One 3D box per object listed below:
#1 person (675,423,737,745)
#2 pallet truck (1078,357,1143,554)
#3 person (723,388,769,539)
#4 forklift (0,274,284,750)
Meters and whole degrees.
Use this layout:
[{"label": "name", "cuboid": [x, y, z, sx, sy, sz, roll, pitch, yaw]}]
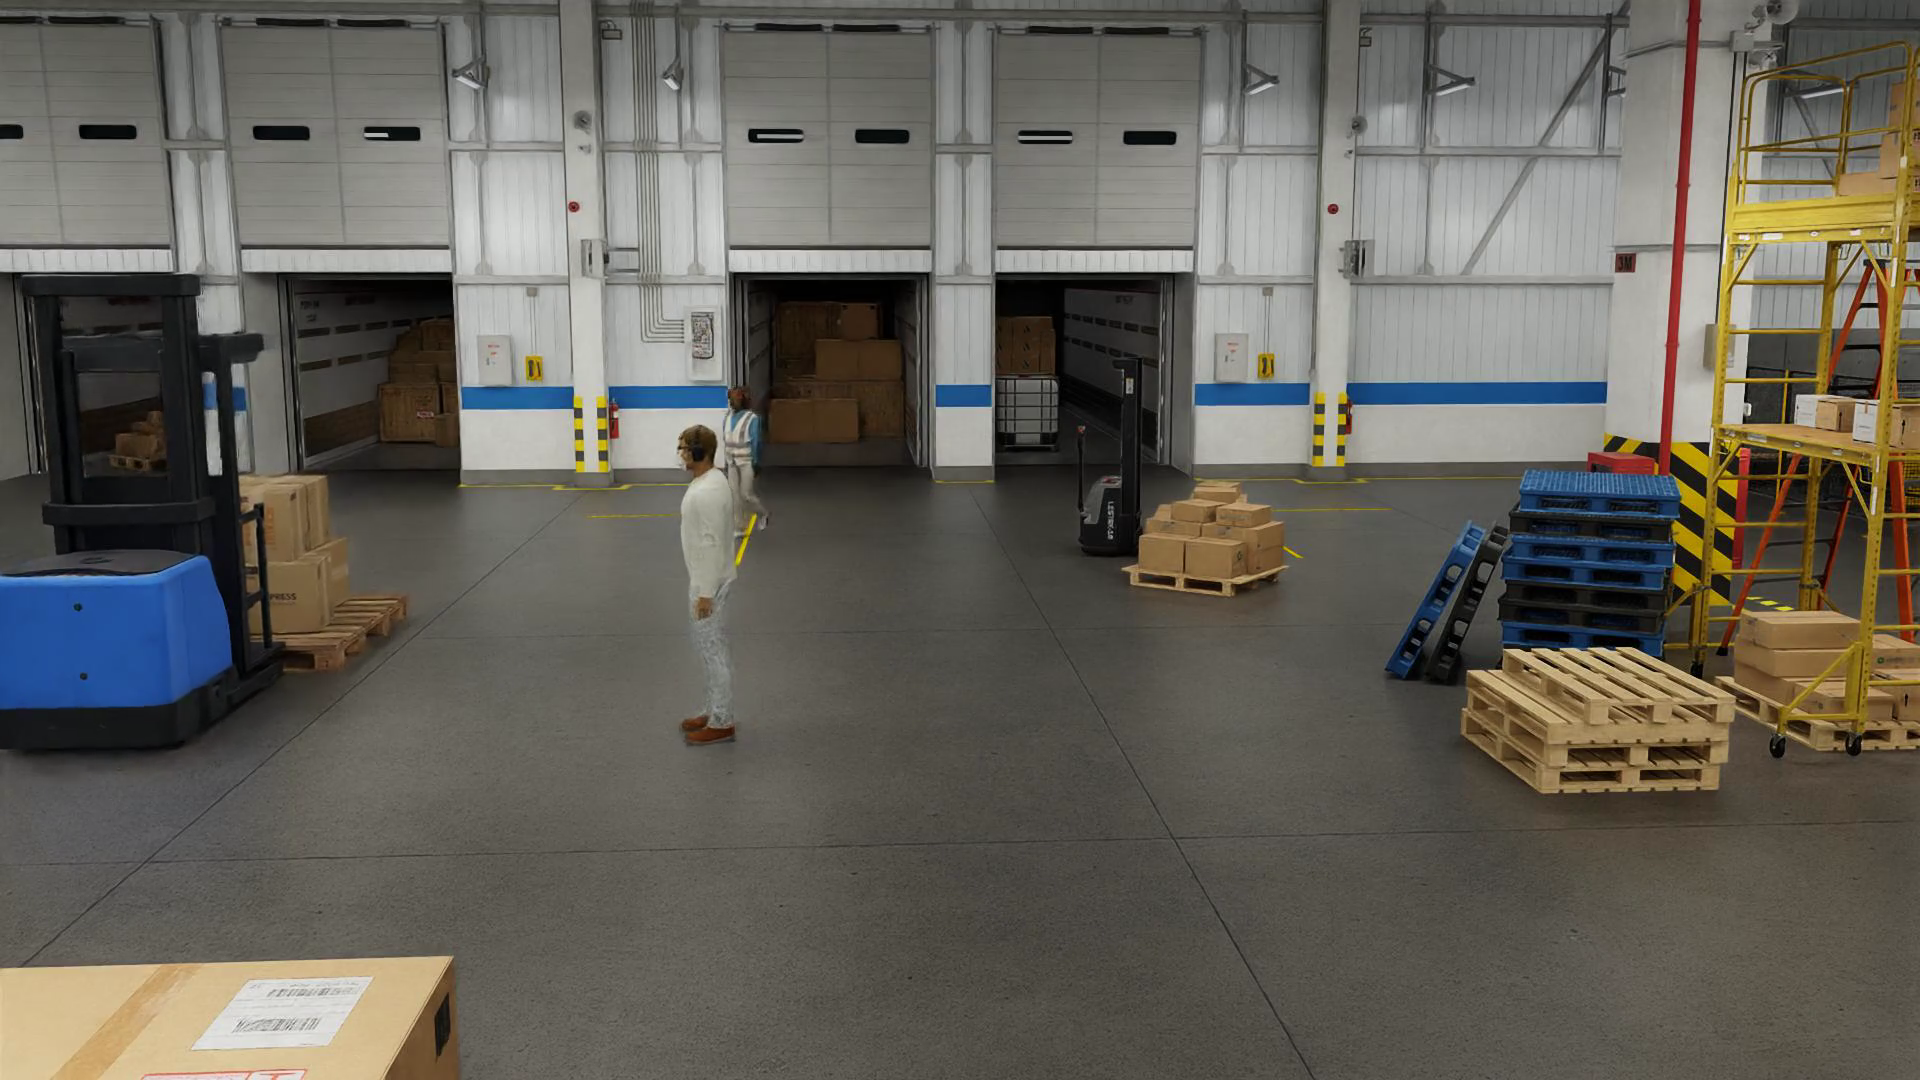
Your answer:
[{"label": "person", "cuboid": [-1.523, 0.264, 10.039, 0.352, 1.937, 0.635, -2, 9, -9]}, {"label": "pallet truck", "cuboid": [2.088, -0.836, 16.757, 1.885, 1.965, 0.823, 2, 9, 13]}, {"label": "person", "cuboid": [-2.312, -0.823, 17.807, 0.526, 1.631, 0.438, 7, 11, 36]}, {"label": "forklift", "cuboid": [-5.188, -0.260, 10.380, 1.129, 2.768, 1.873, -1, 9, -4]}]
